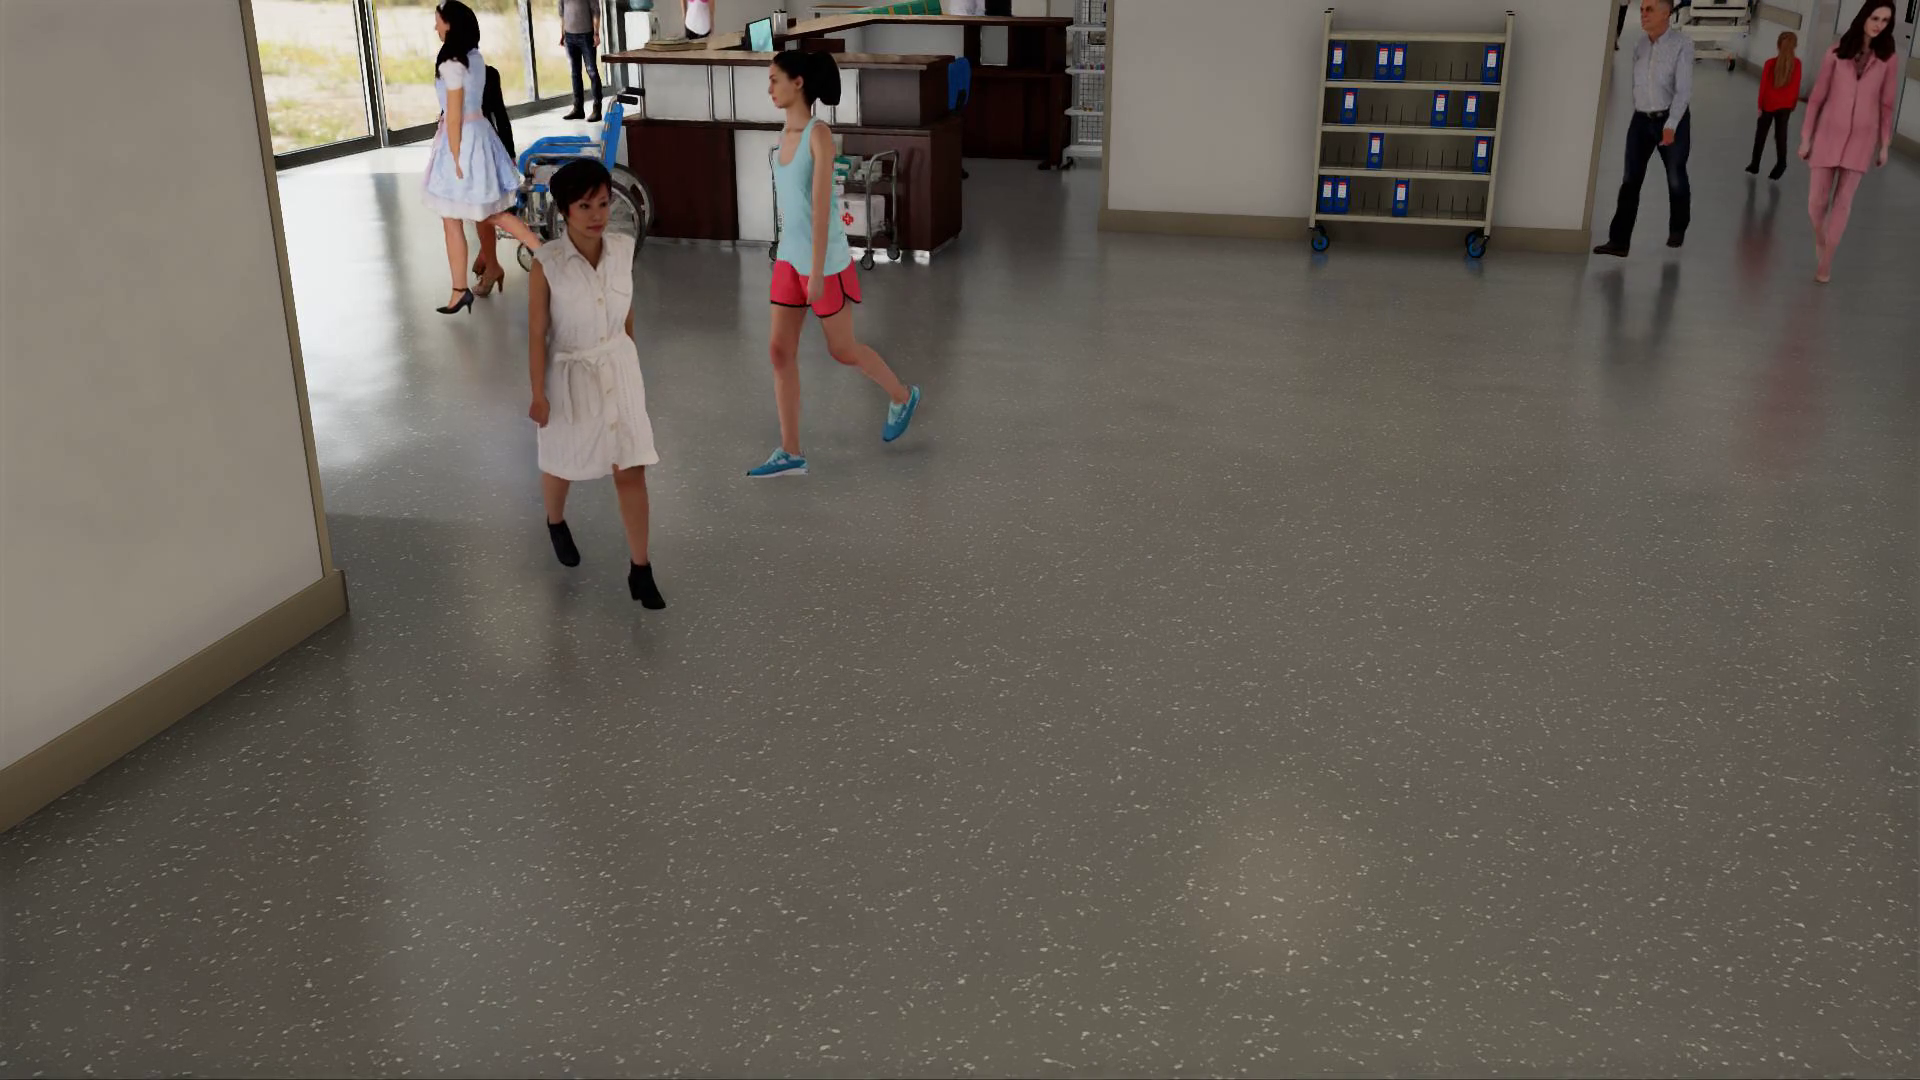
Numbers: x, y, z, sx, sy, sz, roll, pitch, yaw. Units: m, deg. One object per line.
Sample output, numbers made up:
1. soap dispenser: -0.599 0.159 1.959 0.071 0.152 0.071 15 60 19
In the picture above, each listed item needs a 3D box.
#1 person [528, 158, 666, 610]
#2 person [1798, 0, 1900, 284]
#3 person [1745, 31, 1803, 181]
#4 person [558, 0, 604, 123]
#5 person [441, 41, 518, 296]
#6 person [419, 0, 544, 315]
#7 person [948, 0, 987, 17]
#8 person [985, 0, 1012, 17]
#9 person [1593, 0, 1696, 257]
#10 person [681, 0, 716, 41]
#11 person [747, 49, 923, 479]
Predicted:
1. person: -1.298 -0.532 5.712 0.952 1.503 1.036 -13 24 -31
2. person: 5.658 -2.545 10.635 0.767 1.781 0.808 9 23 23
3. person: 7.290 -3.843 14.799 0.863 1.259 0.617 3 21 7
4. person: -4.320 -5.760 18.951 0.568 1.903 0.800 9 23 23
5. person: -2.944 -2.346 10.342 0.911 1.616 0.812 12 24 29
6. person: -2.747 -2.166 9.618 1.075 1.792 0.698 4 21 10
7. person: 0.116 -5.578 18.623 1.079 1.794 0.997 15 25 34
8. person: 0.505 -7.360 23.591 0.969 1.609 0.733 4 21 9
9. person: 4.852 -2.823 11.402 1.182 1.758 1.261 -17 27 -38
10. person: -3.271 -6.306 20.625 1.097 1.738 0.799 2 21 5
11. person: -0.532 -1.124 6.953 1.097 1.731 1.126 -16 26 -36
